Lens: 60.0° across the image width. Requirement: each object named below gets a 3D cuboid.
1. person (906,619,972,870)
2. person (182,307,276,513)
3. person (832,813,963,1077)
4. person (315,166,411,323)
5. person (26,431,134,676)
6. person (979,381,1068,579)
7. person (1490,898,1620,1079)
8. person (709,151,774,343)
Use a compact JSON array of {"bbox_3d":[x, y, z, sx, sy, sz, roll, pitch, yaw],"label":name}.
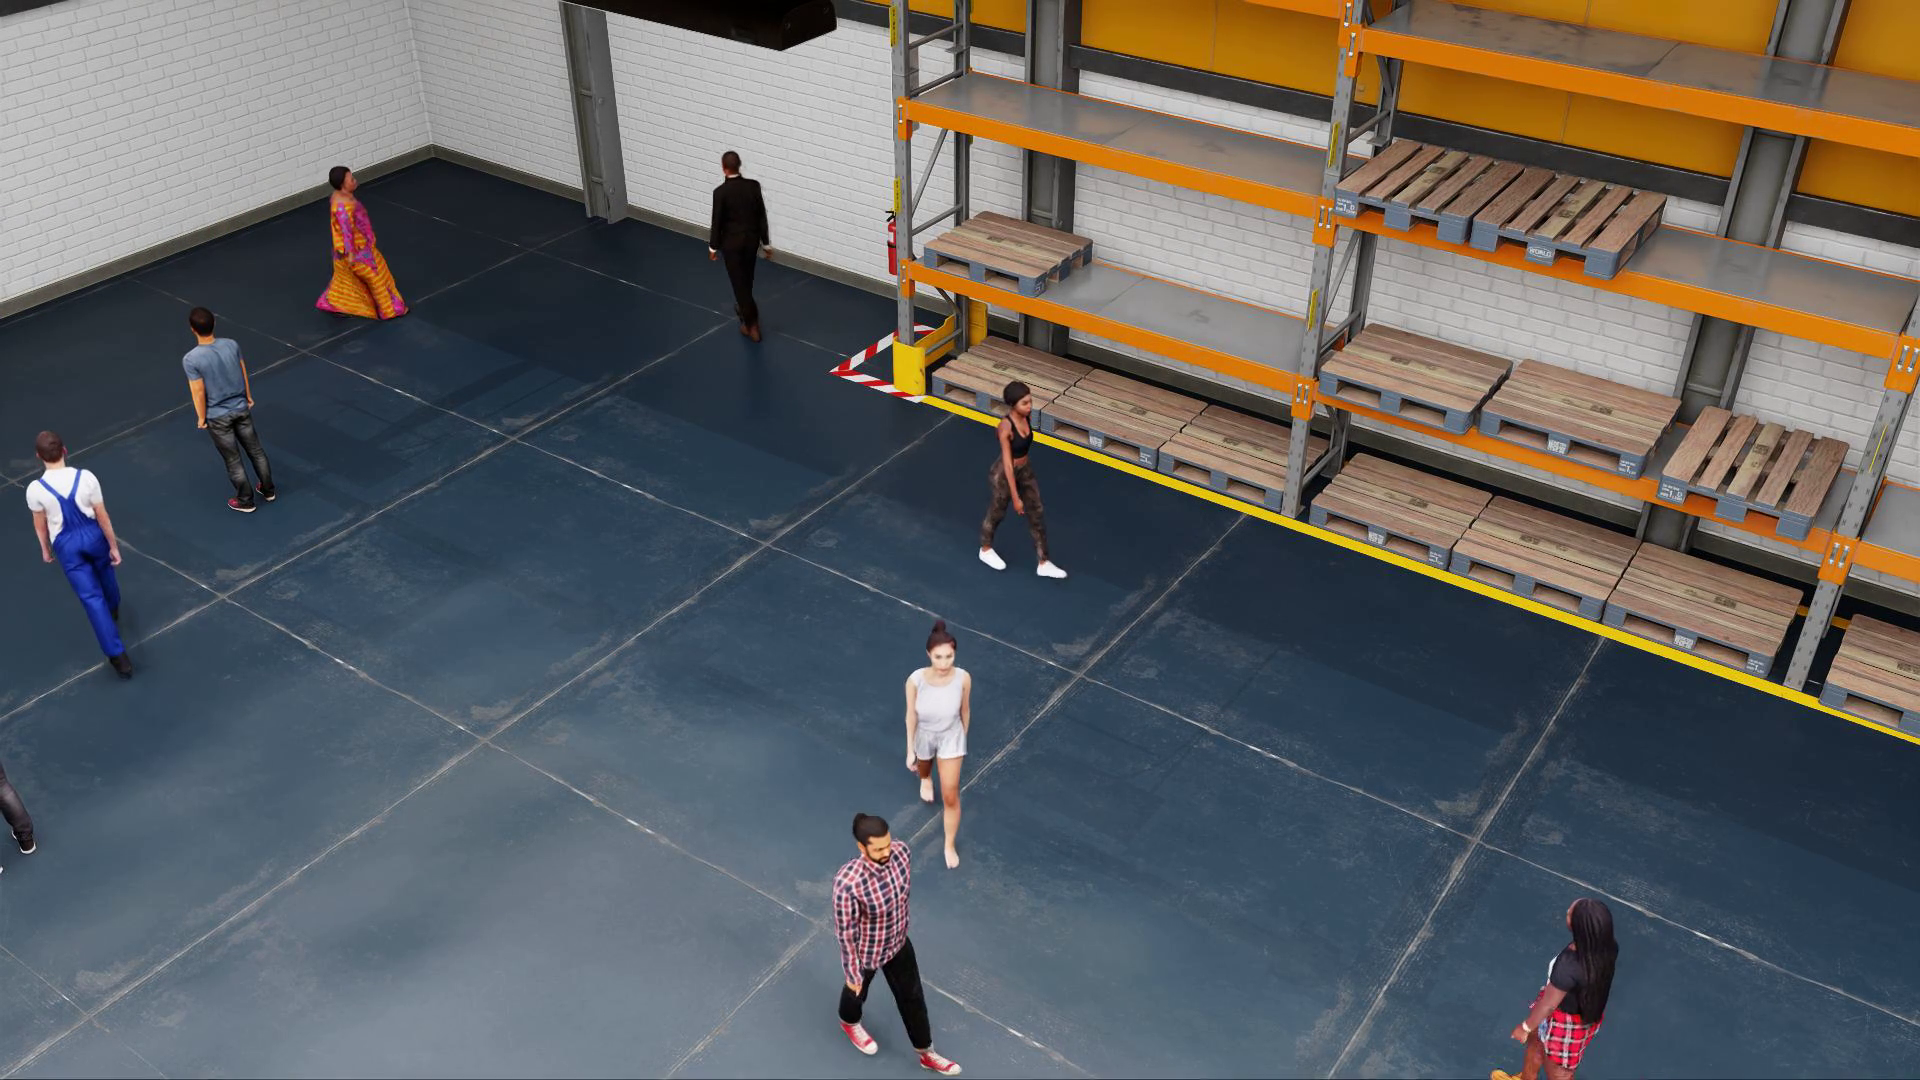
[{"bbox_3d":[-0.158,1.202,10.423,1.052,1.570,1.028,-1,34,-1],"label":"person"},{"bbox_3d":[-6.004,-1.070,13.624,0.530,1.810,0.641,23,40,30],"label":"person"},{"bbox_3d":[-0.502,2.108,8.911,0.864,1.735,1.109,-27,42,-35],"label":"person"},{"bbox_3d":[-6.107,-2.947,16.577,1.079,1.667,1.157,-14,36,-20],"label":"person"},{"bbox_3d":[-6.232,0.131,11.837,0.961,1.790,1.348,-21,39,-28],"label":"person"},{"bbox_3d":[0.328,-0.482,12.871,1.005,1.666,0.627,26,41,33],"label":"person"},{"bbox_3d":[3.115,2.508,8.337,0.681,1.705,0.854,-28,43,-36],"label":"person"},{"bbox_3d":[-2.093,-2.829,16.202,0.951,1.887,1.098,-20,39,-27],"label":"person"}]
